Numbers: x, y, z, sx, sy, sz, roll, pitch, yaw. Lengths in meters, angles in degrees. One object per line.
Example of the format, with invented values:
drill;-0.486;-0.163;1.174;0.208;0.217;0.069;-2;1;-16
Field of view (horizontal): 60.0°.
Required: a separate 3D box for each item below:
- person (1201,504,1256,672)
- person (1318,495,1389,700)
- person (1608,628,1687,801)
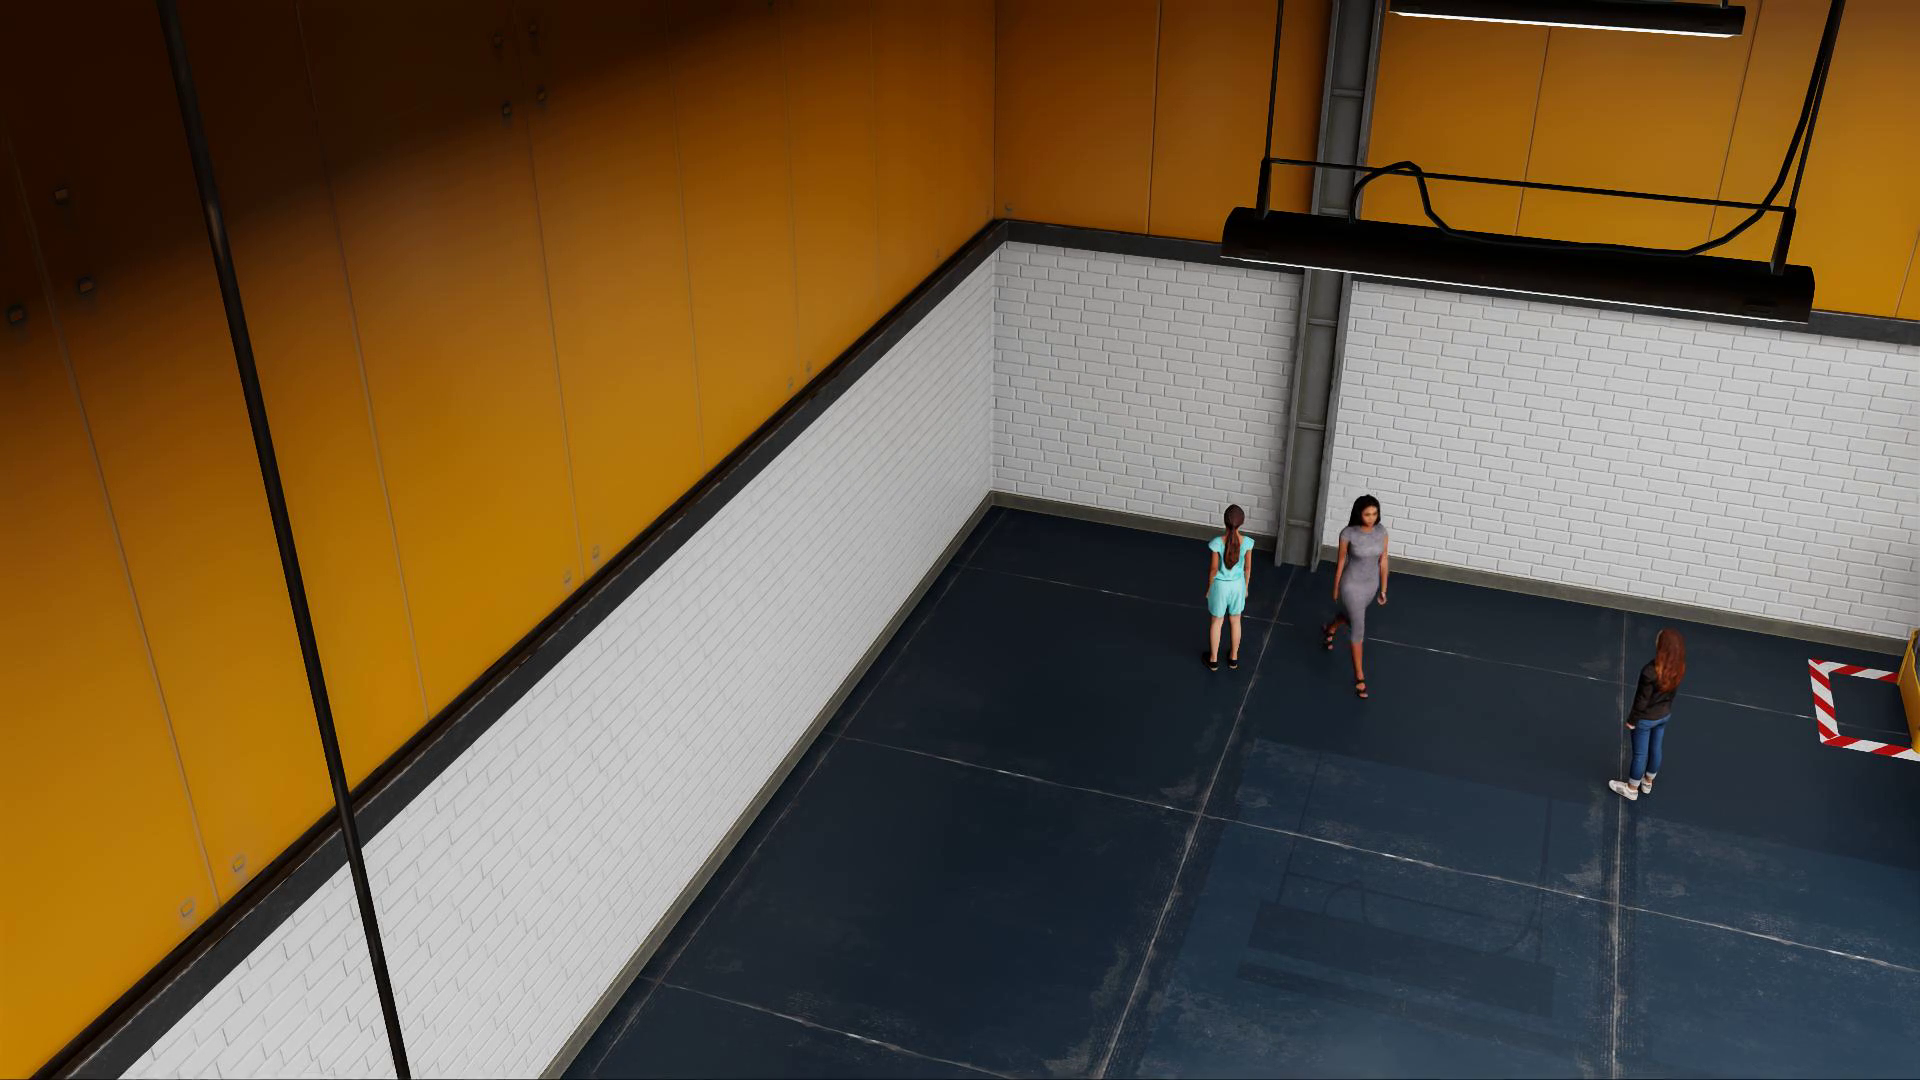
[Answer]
person;2.277;0.396;14.151;0.605;1.558;0.696;-3;29;-6
person;3.298;0.388;13.981;1.149;1.734;1.090;-8;30;-15
person;5.237;1.302;12.568;0.637;1.483;0.689;-14;32;-24
